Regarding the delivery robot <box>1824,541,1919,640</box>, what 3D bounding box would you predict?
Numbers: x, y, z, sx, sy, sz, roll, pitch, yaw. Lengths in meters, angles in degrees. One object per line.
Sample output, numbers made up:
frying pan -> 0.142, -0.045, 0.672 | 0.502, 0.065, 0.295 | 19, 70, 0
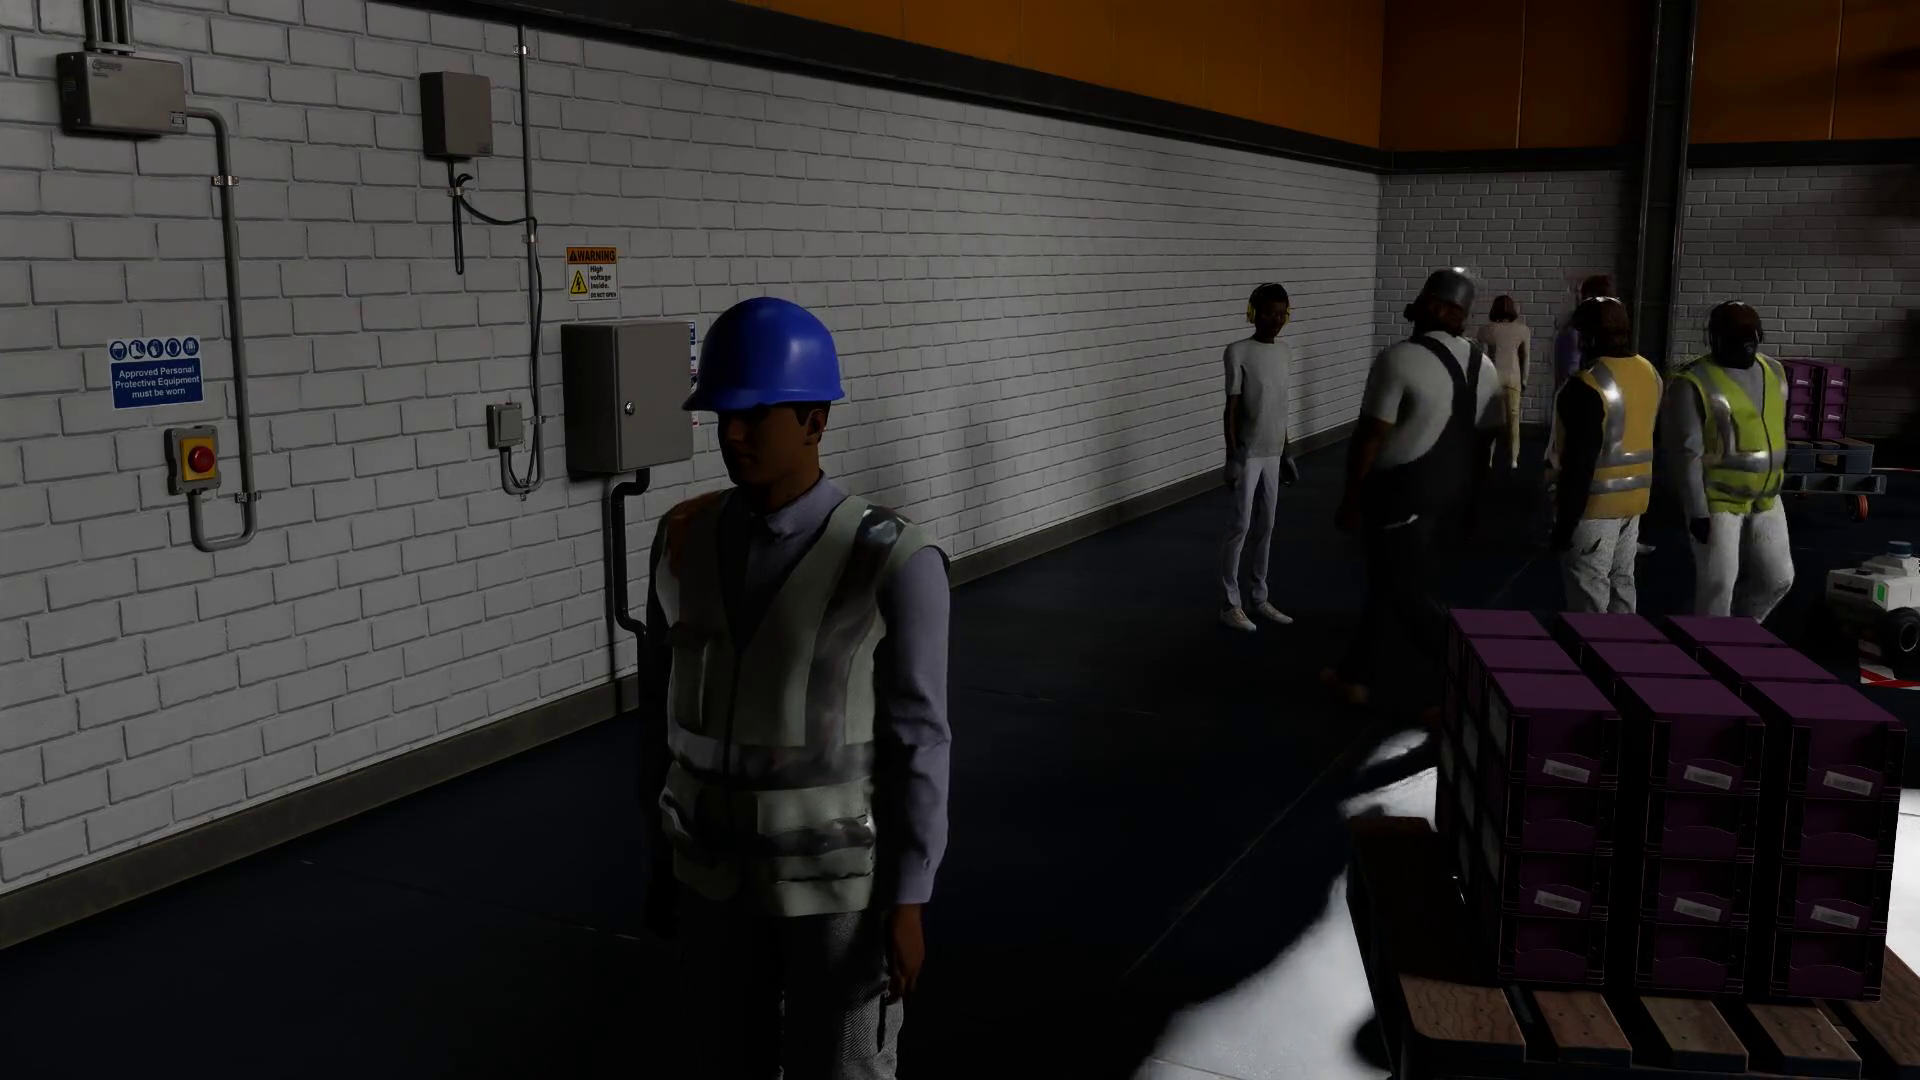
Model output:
delivery robot -> 4.761, 0.248, 8.464 | 0.707, 0.478, 0.477 | -5, 11, -27

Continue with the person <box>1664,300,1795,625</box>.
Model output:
person -> 3.468, -0.166, 7.497 | 0.655, 1.817, 0.440 | -4, 10, -20

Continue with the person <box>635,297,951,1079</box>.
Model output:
person -> -0.305, 0.561, 2.894 | 0.602, 1.948, 0.387 | 5, 11, 25

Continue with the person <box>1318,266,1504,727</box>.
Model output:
person -> 1.974, -0.235, 7.237 | 0.679, 2.000, 0.905 | -9, 13, -41

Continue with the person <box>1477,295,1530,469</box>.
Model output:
person -> 5.080, -1.480, 15.617 | 0.499, 1.633, 0.281 | 1, 10, 5

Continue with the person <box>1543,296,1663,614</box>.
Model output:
person -> 2.744, -0.128, 7.207 | 0.622, 1.840, 0.430 | -8, 13, -40

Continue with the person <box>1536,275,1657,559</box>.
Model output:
person -> 4.271, -0.797, 10.998 | 0.926, 1.871, 0.647 | 7, 12, 37

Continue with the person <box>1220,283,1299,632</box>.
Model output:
person -> 1.621, -0.446, 8.973 | 0.518, 1.865, 0.327 | -7, 12, -37
